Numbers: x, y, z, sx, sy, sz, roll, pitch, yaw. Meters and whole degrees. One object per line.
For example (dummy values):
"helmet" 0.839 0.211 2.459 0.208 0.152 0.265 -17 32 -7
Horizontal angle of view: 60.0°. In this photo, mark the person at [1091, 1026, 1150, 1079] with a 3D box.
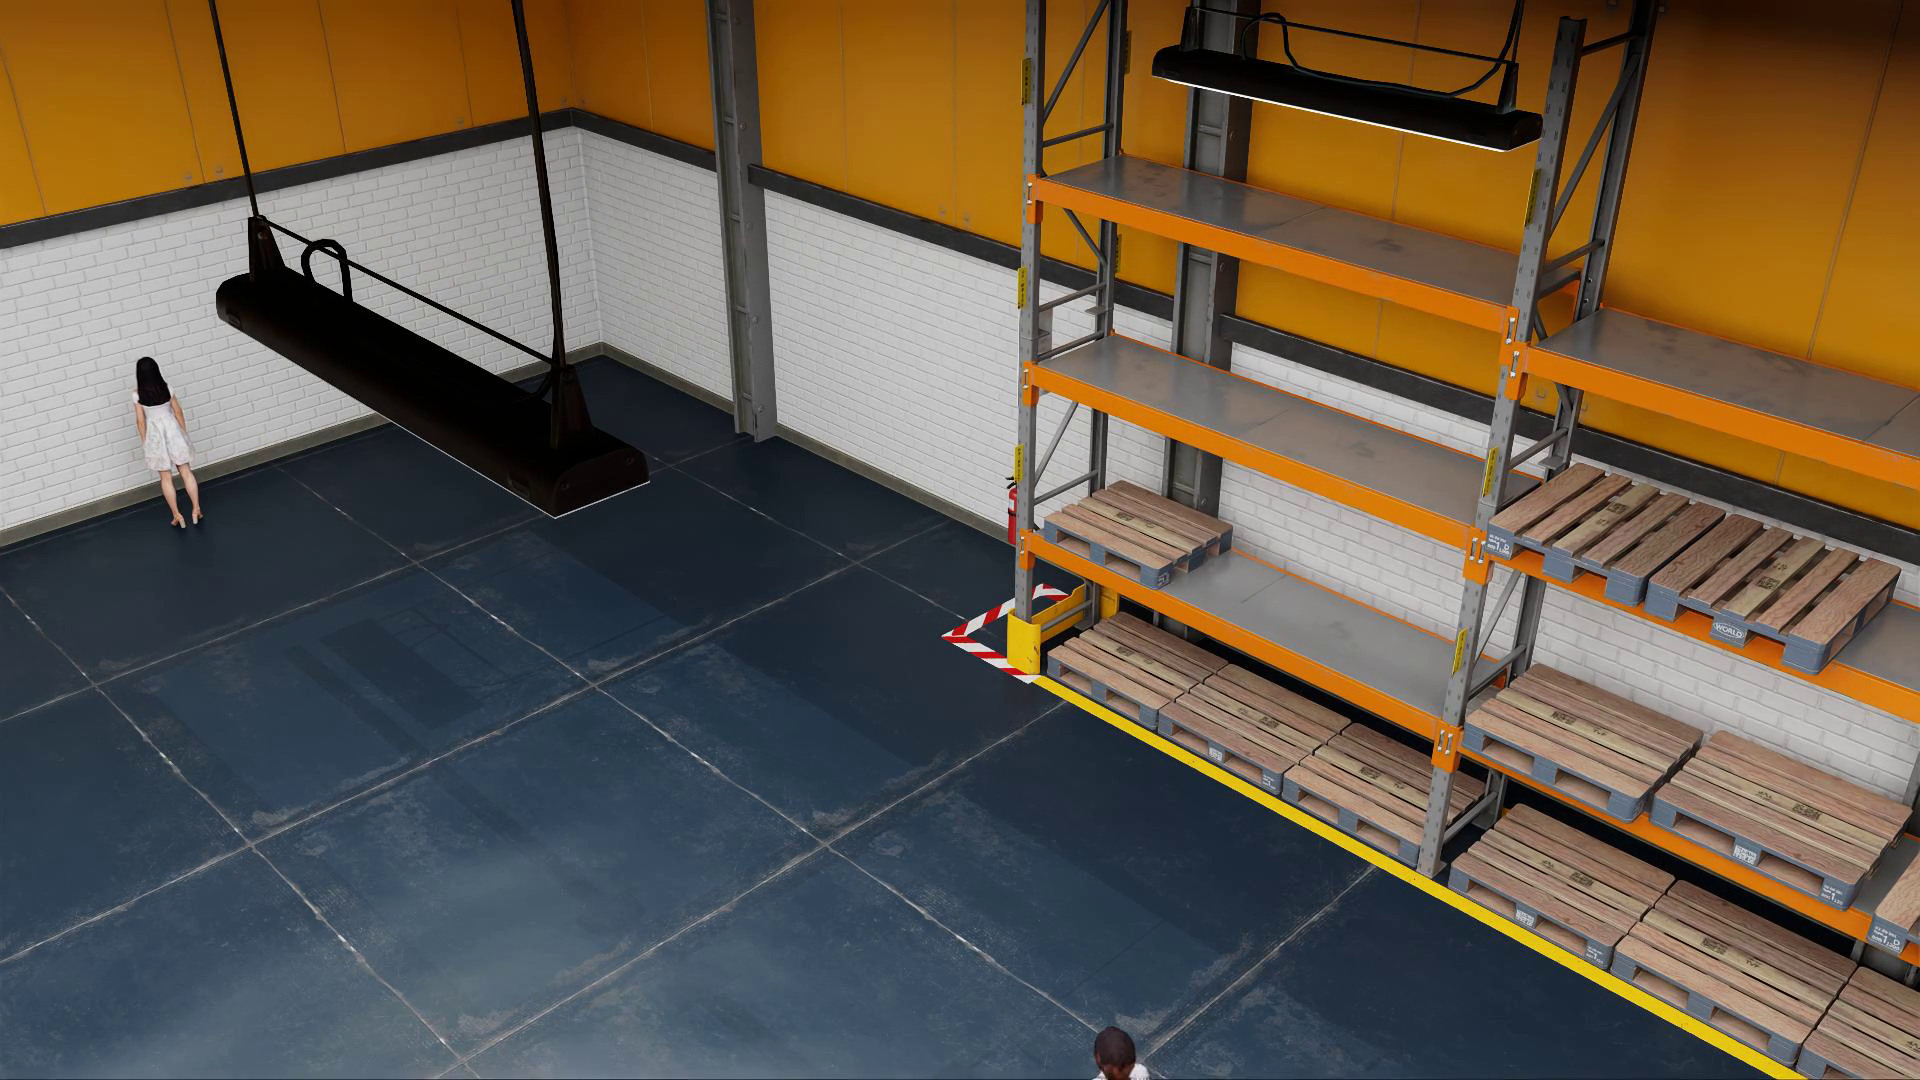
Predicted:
"person" 0.788 3.220 8.696 0.619 1.720 0.562 -19 34 -31

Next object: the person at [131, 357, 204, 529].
"person" -7.789 -0.961 16.305 0.687 1.773 0.680 -19 34 -31
